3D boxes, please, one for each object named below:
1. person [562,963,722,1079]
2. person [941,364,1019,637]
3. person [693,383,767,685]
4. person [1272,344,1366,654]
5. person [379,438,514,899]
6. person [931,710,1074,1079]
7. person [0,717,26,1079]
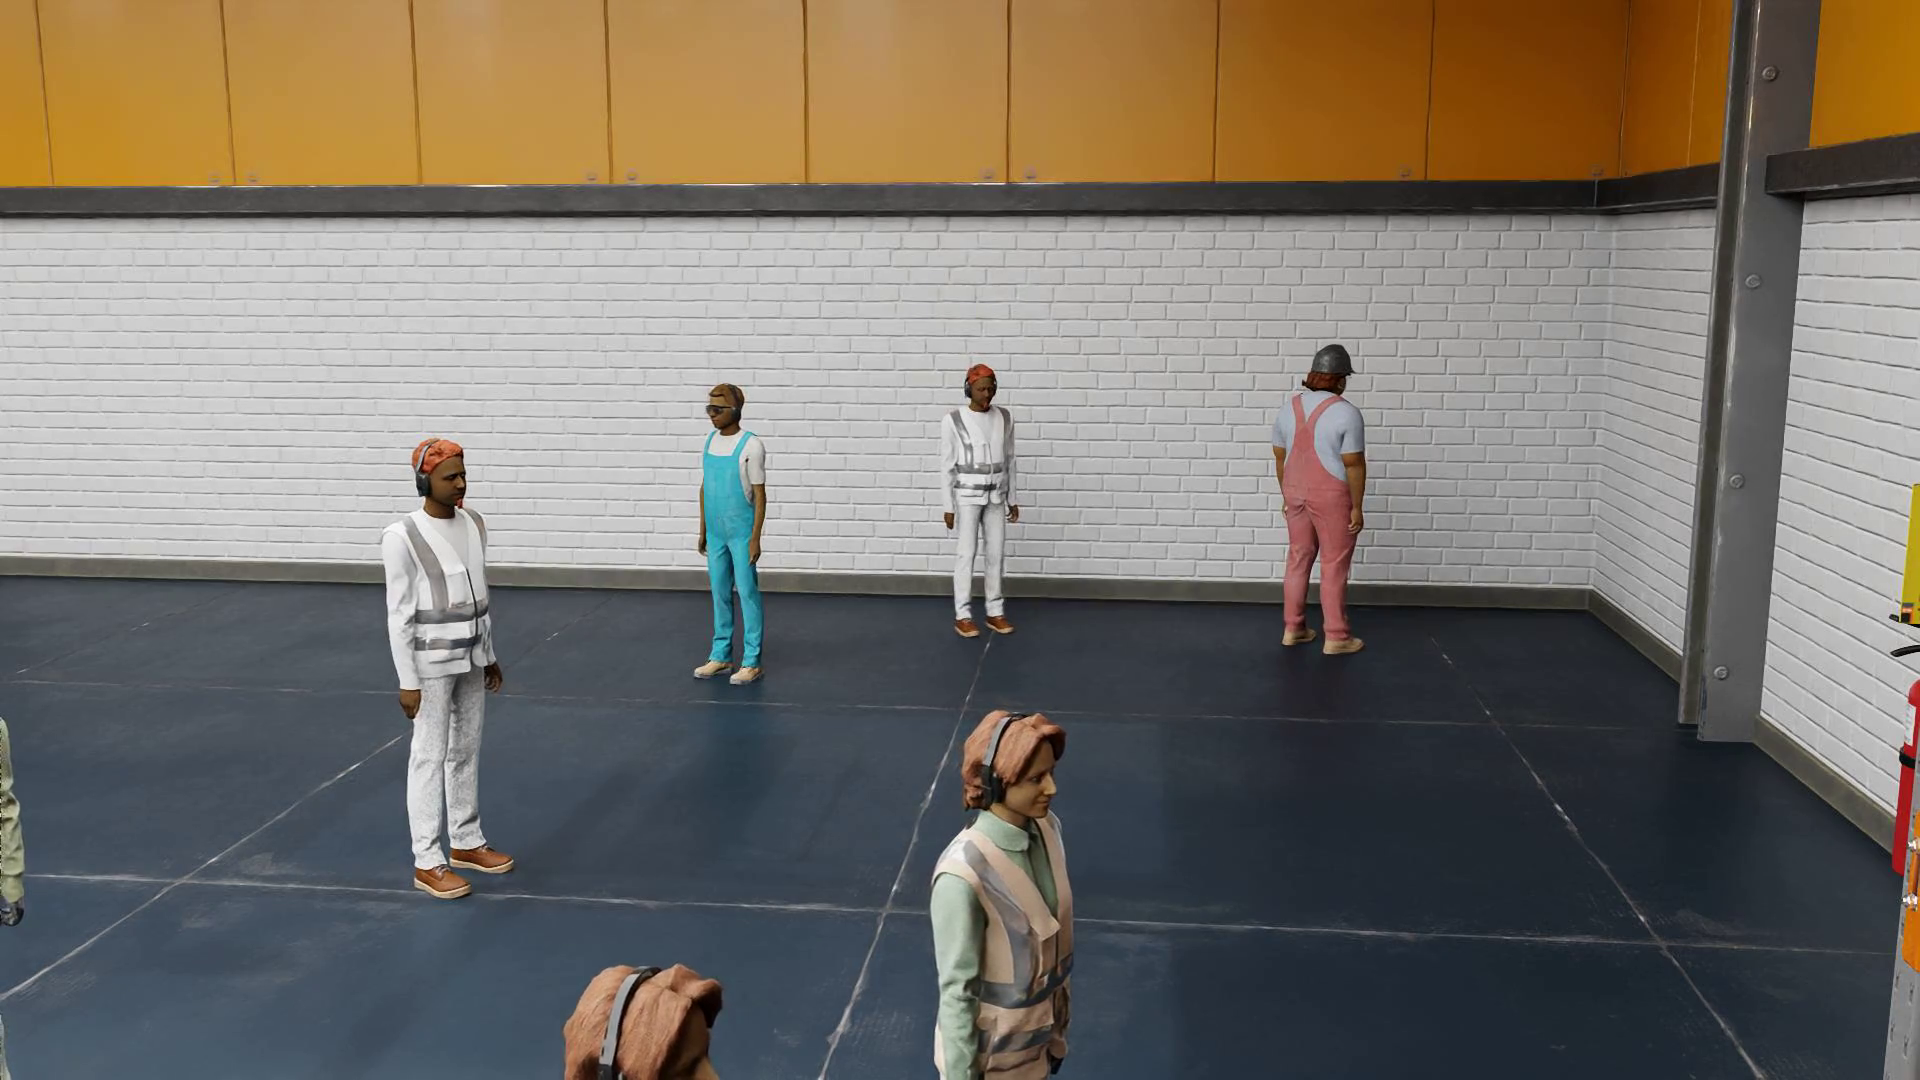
[{"bbox_3d":[-0.468,1.410,2.480,0.314,1.641,0.515,2,10,11],"label":"person"},{"bbox_3d":[0.137,-0.270,11.436,0.583,1.879,0.365,-6,11,-30],"label":"person"},{"bbox_3d":[-1.408,-0.039,10.193,0.506,1.846,0.345,7,12,33],"label":"person"},{"bbox_3d":[2.435,-0.283,11.029,0.535,2.000,0.687,-8,13,-39],"label":"person"},{"bbox_3d":[-2.120,0.518,6.895,0.347,1.882,0.584,4,11,21],"label":"person"},{"bbox_3d":[0.098,1.183,3.790,0.310,1.638,0.523,5,11,26],"label":"person"},{"bbox_3d":[-2.934,1.027,4.730,0.504,1.628,0.278,-8,13,-40],"label":"person"}]
